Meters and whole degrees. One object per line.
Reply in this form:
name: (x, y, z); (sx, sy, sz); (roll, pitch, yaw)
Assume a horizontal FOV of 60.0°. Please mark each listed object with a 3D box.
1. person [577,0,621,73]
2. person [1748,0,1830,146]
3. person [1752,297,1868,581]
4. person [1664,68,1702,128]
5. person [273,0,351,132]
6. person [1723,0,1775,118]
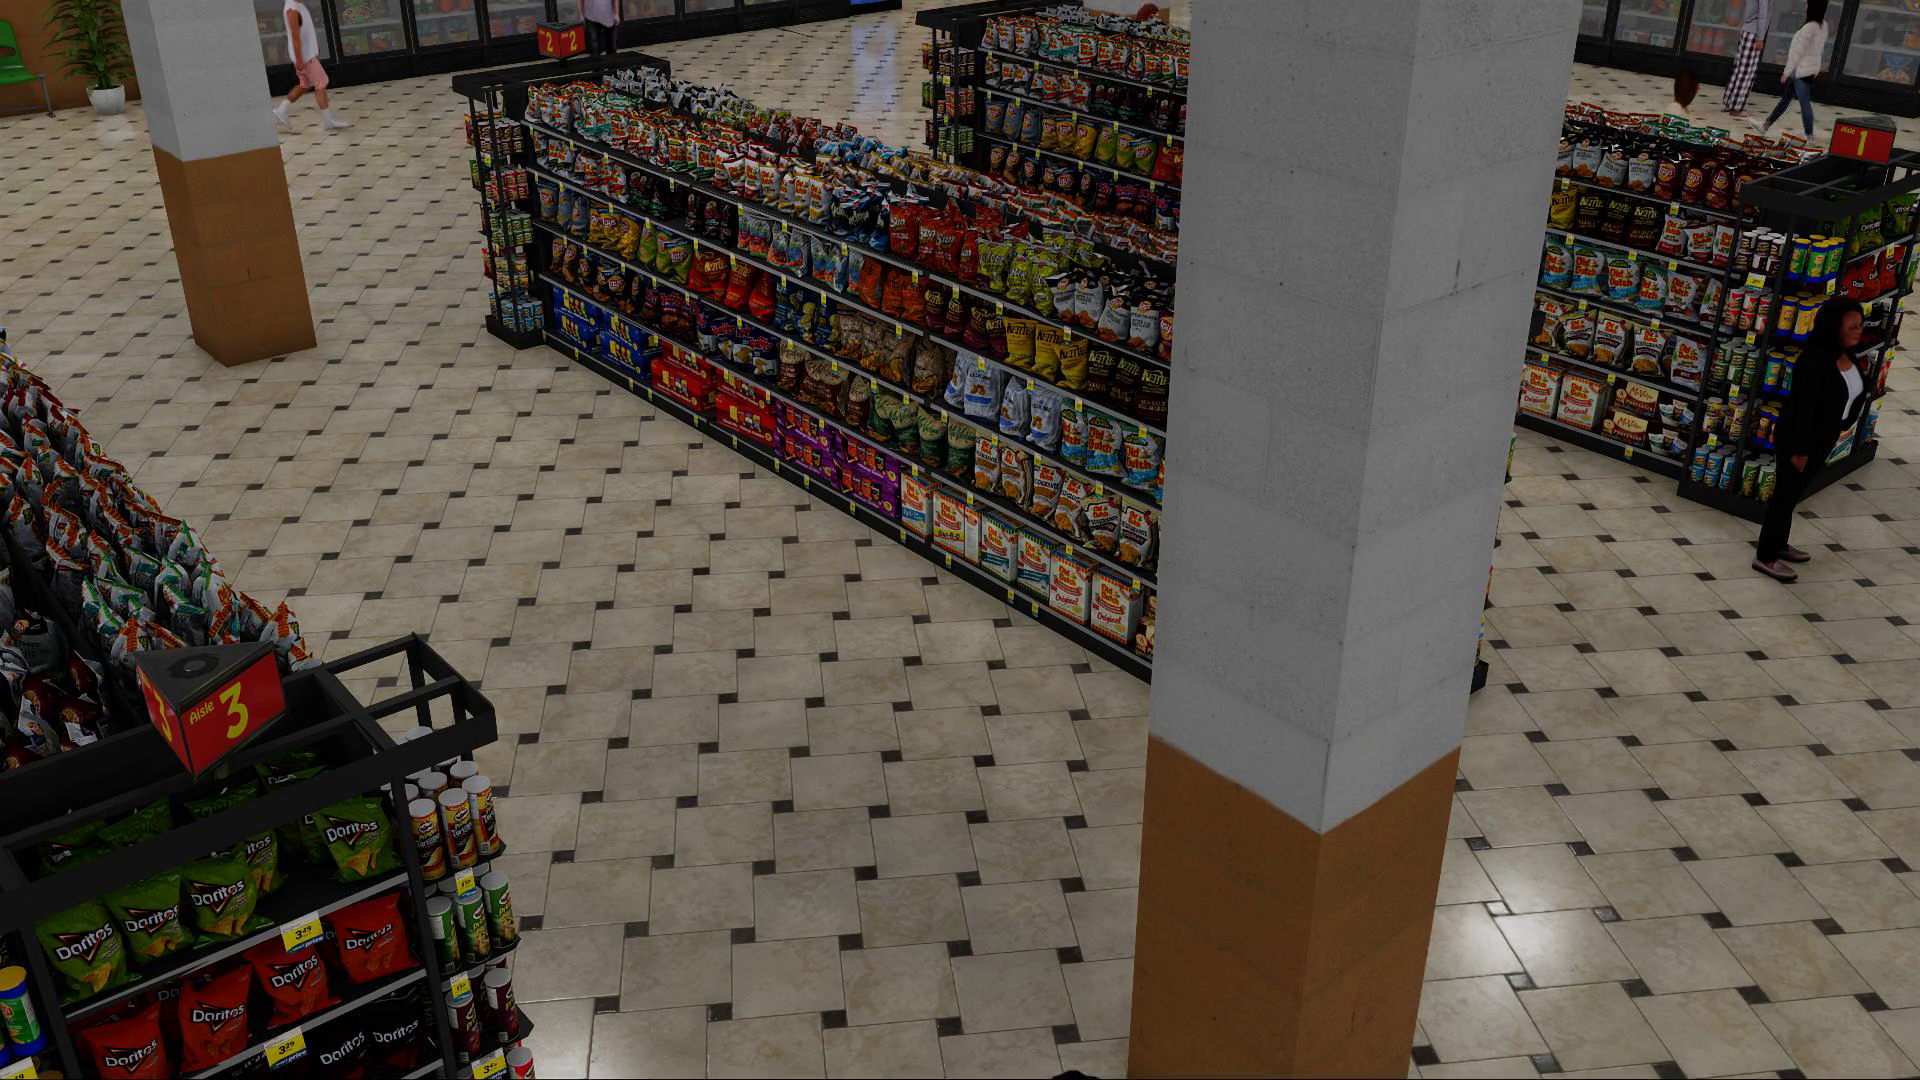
person: (-4.523, -6.585, 20.946); (1.032, 1.791, 1.336); (-7, 28, -13)
person: (9.382, -5.154, 18.332); (1.023, 1.603, 0.703); (23, 35, 38)
person: (4.730, -0.581, 9.298); (0.678, 1.617, 0.686); (20, 33, 34)
person: (6.131, -3.266, 14.529); (0.766, 1.676, 0.756); (15, 30, 27)
person: (-7.527, -5.508, 18.851); (0.945, 1.764, 1.097); (-9, 28, -18)
person: (9.392, -5.989, 19.709); (0.748, 1.847, 0.699); (3, 27, 7)
